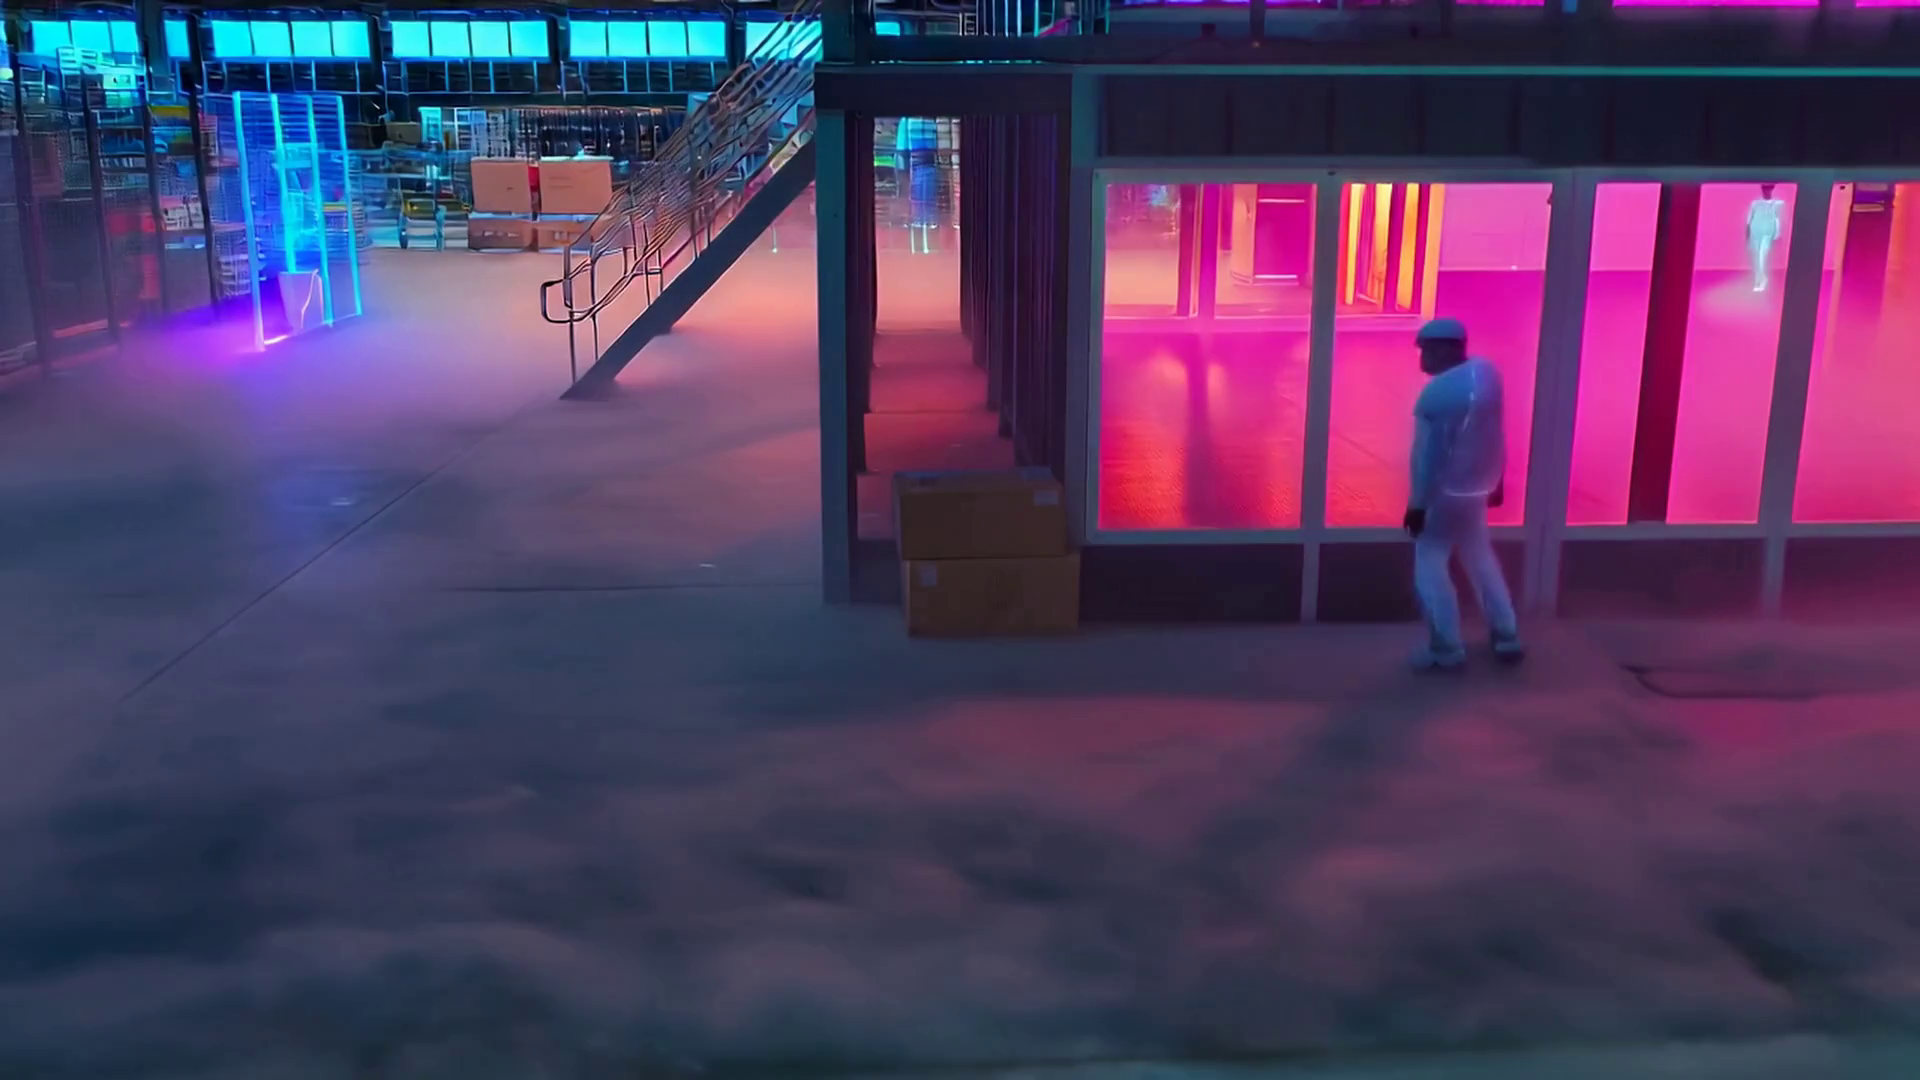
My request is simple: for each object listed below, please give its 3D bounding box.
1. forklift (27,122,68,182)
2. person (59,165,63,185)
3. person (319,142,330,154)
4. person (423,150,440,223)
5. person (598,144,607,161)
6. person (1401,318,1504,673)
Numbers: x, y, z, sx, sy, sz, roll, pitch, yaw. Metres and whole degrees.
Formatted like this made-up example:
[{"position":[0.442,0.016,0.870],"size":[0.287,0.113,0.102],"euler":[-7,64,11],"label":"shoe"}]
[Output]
[{"position":[-35.376,-14.773,64.377],"size":[1.129,2.768,1.873],"euler":[-1,14,-2],"label":"forklift"},{"position":[-31.205,-12.394,57.419],"size":[0.280,1.624,0.493],"euler":[7,15,24],"label":"person"},{"position":[-31.032,-18.525,81.381],"size":[1.017,1.890,0.641],"euler":[8,16,28],"label":"person"},{"position":[-13.982,-9.317,44.262],"size":[0.370,2.047,0.612],"euler":[3,14,12],"label":"person"},{"position":[-17.137,-18.135,79.973],"size":[0.529,1.812,0.618],"euler":[5,15,19],"label":"person"},{"position":[2.533,-0.236,8.483],"size":[0.747,1.810,0.433],"euler":[-13,19,-42],"label":"person"}]
